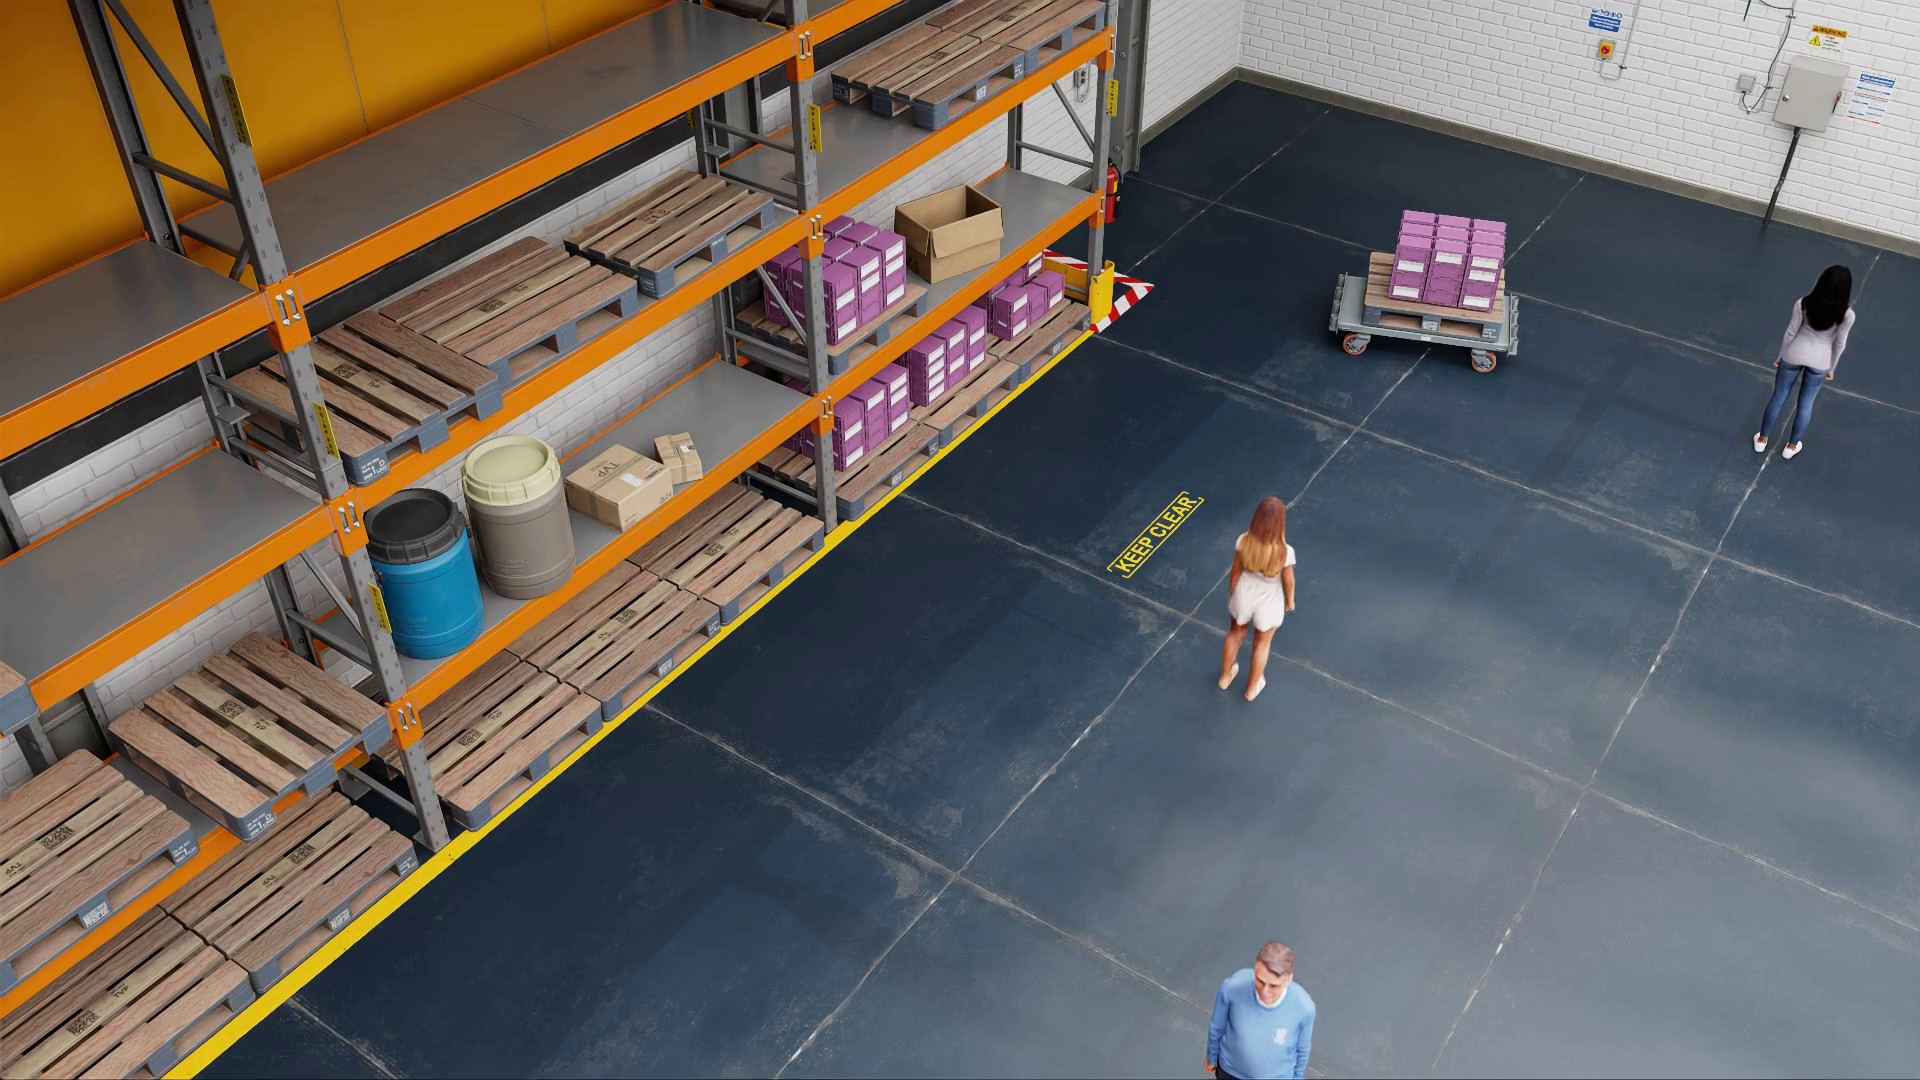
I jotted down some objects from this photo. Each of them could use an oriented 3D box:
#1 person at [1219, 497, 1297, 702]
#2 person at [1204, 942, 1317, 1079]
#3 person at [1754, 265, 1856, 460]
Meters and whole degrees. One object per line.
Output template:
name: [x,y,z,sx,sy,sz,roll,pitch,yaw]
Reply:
person: [1.994,0.440,11.184,0.606,1.690,0.612,19,43,23]
person: [1.494,2.613,8.361,0.714,1.817,0.660,11,40,14]
person: [6.871,-1.447,13.510,0.627,1.736,0.549,19,42,22]
